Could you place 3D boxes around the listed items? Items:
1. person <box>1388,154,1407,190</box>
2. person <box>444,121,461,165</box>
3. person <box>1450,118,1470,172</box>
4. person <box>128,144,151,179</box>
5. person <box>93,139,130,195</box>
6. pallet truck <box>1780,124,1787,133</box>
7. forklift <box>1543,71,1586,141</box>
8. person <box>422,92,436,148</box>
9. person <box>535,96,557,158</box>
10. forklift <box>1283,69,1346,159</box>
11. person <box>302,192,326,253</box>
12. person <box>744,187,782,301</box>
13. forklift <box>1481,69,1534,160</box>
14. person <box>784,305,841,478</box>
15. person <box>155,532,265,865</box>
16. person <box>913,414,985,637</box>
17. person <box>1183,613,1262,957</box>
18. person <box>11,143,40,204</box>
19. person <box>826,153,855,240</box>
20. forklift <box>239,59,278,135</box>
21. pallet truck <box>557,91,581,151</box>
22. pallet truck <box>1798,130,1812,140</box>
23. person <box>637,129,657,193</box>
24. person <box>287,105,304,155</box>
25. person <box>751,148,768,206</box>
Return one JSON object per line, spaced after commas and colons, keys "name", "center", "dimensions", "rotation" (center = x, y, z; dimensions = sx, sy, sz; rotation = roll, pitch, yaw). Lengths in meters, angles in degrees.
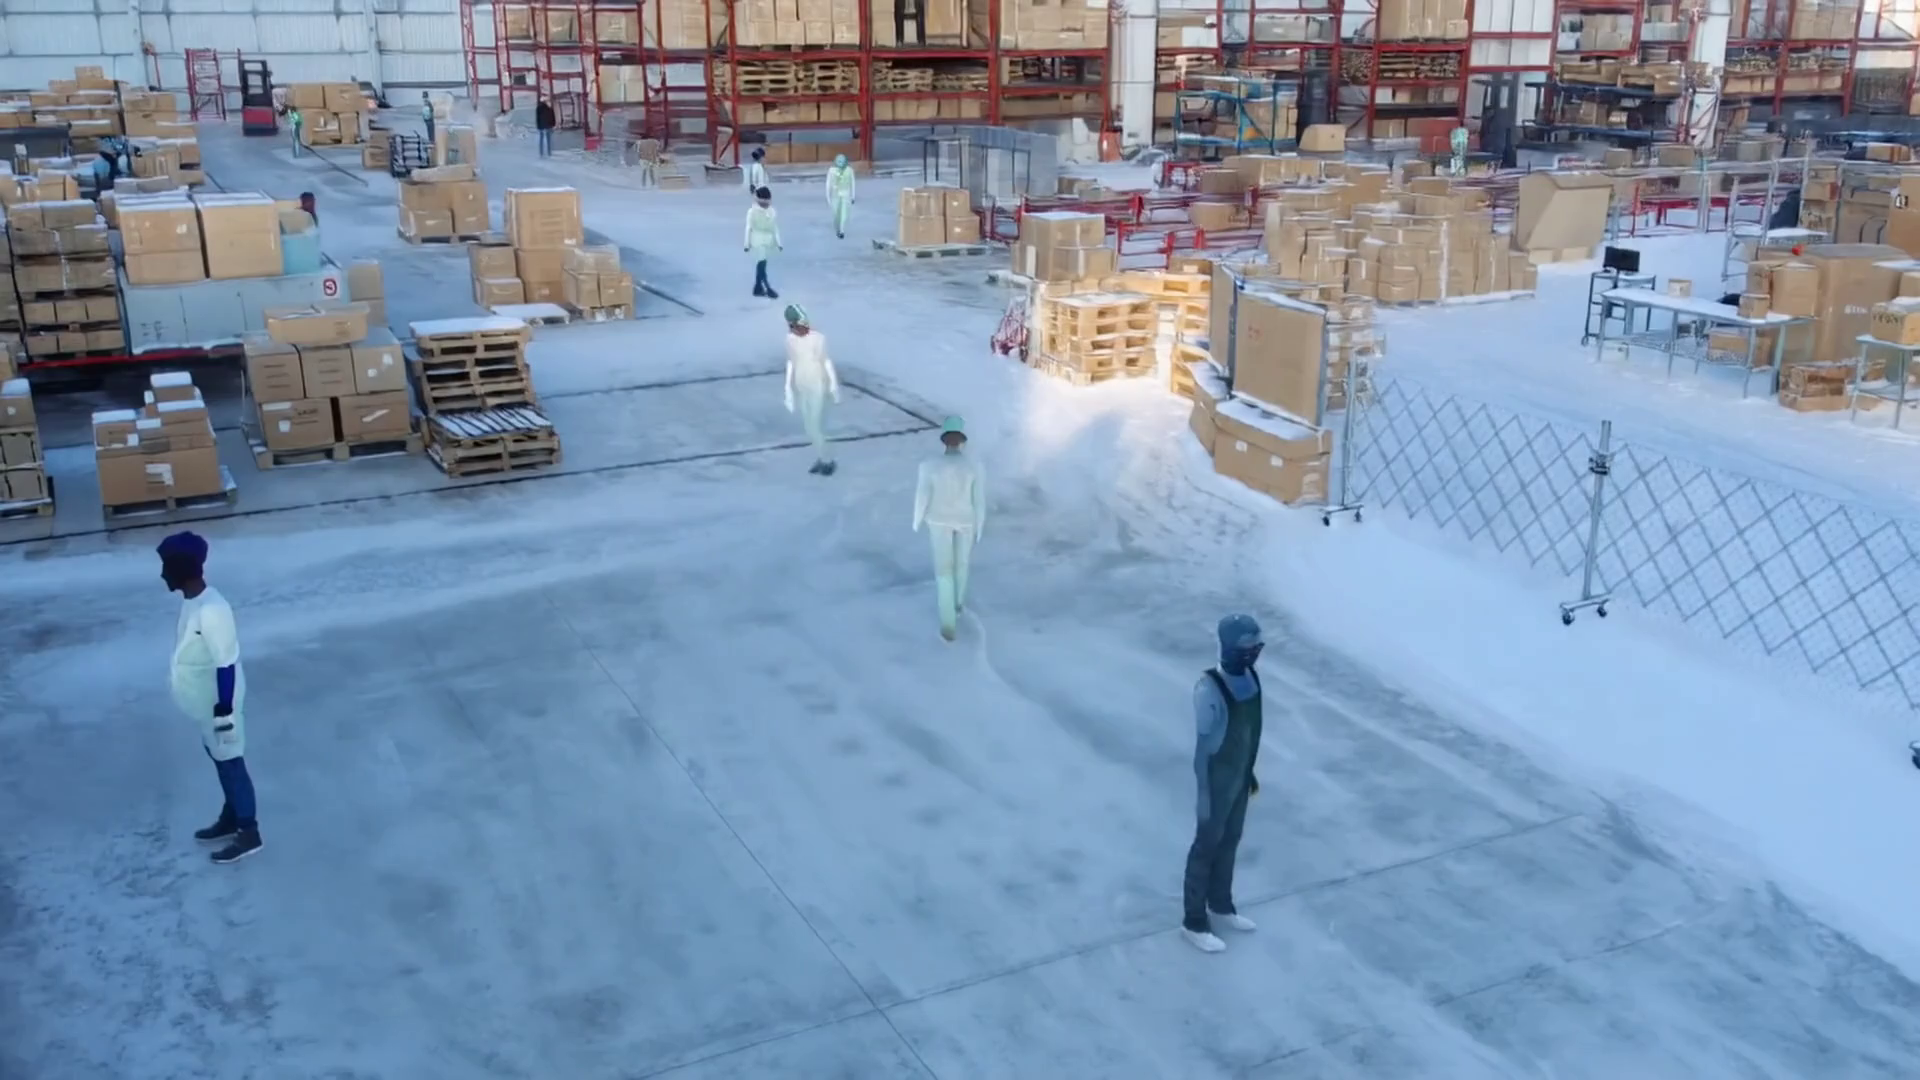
{"name": "person", "center": [9.742, -7.782, 37.110], "dimensions": [0.396, 1.618, 0.526], "rotation": [-9, 20, -27]}
{"name": "person", "center": [-14.592, -11.235, 47.895], "dimensions": [0.523, 1.623, 0.526], "rotation": [17, 24, 42]}
{"name": "person", "center": [14.455, -11.368, 48.184], "dimensions": [0.535, 1.697, 0.318], "rotation": [5, 18, 15]}
{"name": "person", "center": [-18.109, -7.825, 36.857], "dimensions": [0.328, 1.872, 0.509], "rotation": [11, 21, 30]}
{"name": "person", "center": [-18.501, -7.741, 36.321], "dimensions": [0.700, 2.000, 0.535], "rotation": [-15, 23, -39]}
{"name": "pallet truck", "center": [25.206, -12.542, 52.601], "dimensions": [1.601, 1.201, 0.680], "rotation": [0, 18, -2]}
{"name": "forklift", "center": [18.685, -13.231, 52.085], "dimensions": [1.873, 2.768, 1.129], "rotation": [-9, 20, -26]}
{"name": "person", "center": [-18.654, -14.764, 58.432], "dimensions": [0.396, 1.911, 0.588], "rotation": [-15, 23, -38]}
{"name": "person", "center": [-13.518, -13.466, 54.256], "dimensions": [0.609, 1.986, 0.390], "rotation": [4, 18, 13]}
{"name": "forklift", "center": [11.615, -13.871, 54.079], "dimensions": [1.129, 2.768, 1.873], "rotation": [-9, 20, -27]}
{"name": "person", "center": [-10.560, -4.782, 27.376], "dimensions": [0.793, 1.870, 0.624], "rotation": [3, 18, 9]}
{"name": "person", "center": [-3.266, -4.986, 27.995], "dimensions": [0.972, 1.869, 0.650], "rotation": [15, 23, 40]}
{"name": "forklift", "center": [17.628, -13.806, 53.876], "dimensions": [1.873, 2.768, 1.129], "rotation": [-9, 20, -26]}
{"name": "person", "center": [-1.556, -1.559, 17.380], "dimensions": [0.539, 1.829, 0.516], "rotation": [11, 21, 31]}
{"name": "person", "center": [-4.292, 0.895, 9.518], "dimensions": [0.362, 1.962, 0.614], "rotation": [-13, 22, -34]}
{"name": "person", "center": [-0.078, -0.140, 13.152], "dimensions": [0.539, 1.716, 0.926], "rotation": [-3, 18, -11]}
{"name": "person", "center": [1.380, 1.245, 8.623], "dimensions": [0.325, 1.843, 0.517], "rotation": [15, 23, 38]}
{"name": "person", "center": [-20.762, -7.881, 37.009], "dimensions": [0.581, 1.882, 0.339], "rotation": [1, 18, 3]}
{"name": "person", "center": [-2.526, -7.284, 35.264], "dimensions": [0.622, 1.812, 0.418], "rotation": [0, 18, 1]}
{"name": "forklift", "center": [-27.049, -17.050, 63.990], "dimensions": [1.129, 2.768, 1.873], "rotation": [-6, 19, -18]}
{"name": "pallet truck", "center": [-13.495, -14.412, 57.188], "dimensions": [0.823, 1.965, 1.885], "rotation": [-3, 18, -9]}
{"name": "pallet truck", "center": [25.526, -11.556, 49.408], "dimensions": [1.630, 1.274, 0.653], "rotation": [-9, 20, -26]}
{"name": "person", "center": [-8.318, -10.095, 44.287], "dimensions": [0.585, 1.654, 0.800], "rotation": [-9, 20, -25]}
{"name": "person", "center": [-22.183, -13.672, 55.459], "dimensions": [0.312, 1.639, 0.512], "rotation": [7, 19, 20]}
{"name": "person", "center": [-4.206, -7.286, 35.096], "dimensions": [0.397, 1.928, 0.542], "rotation": [-3, 18, -8]}
